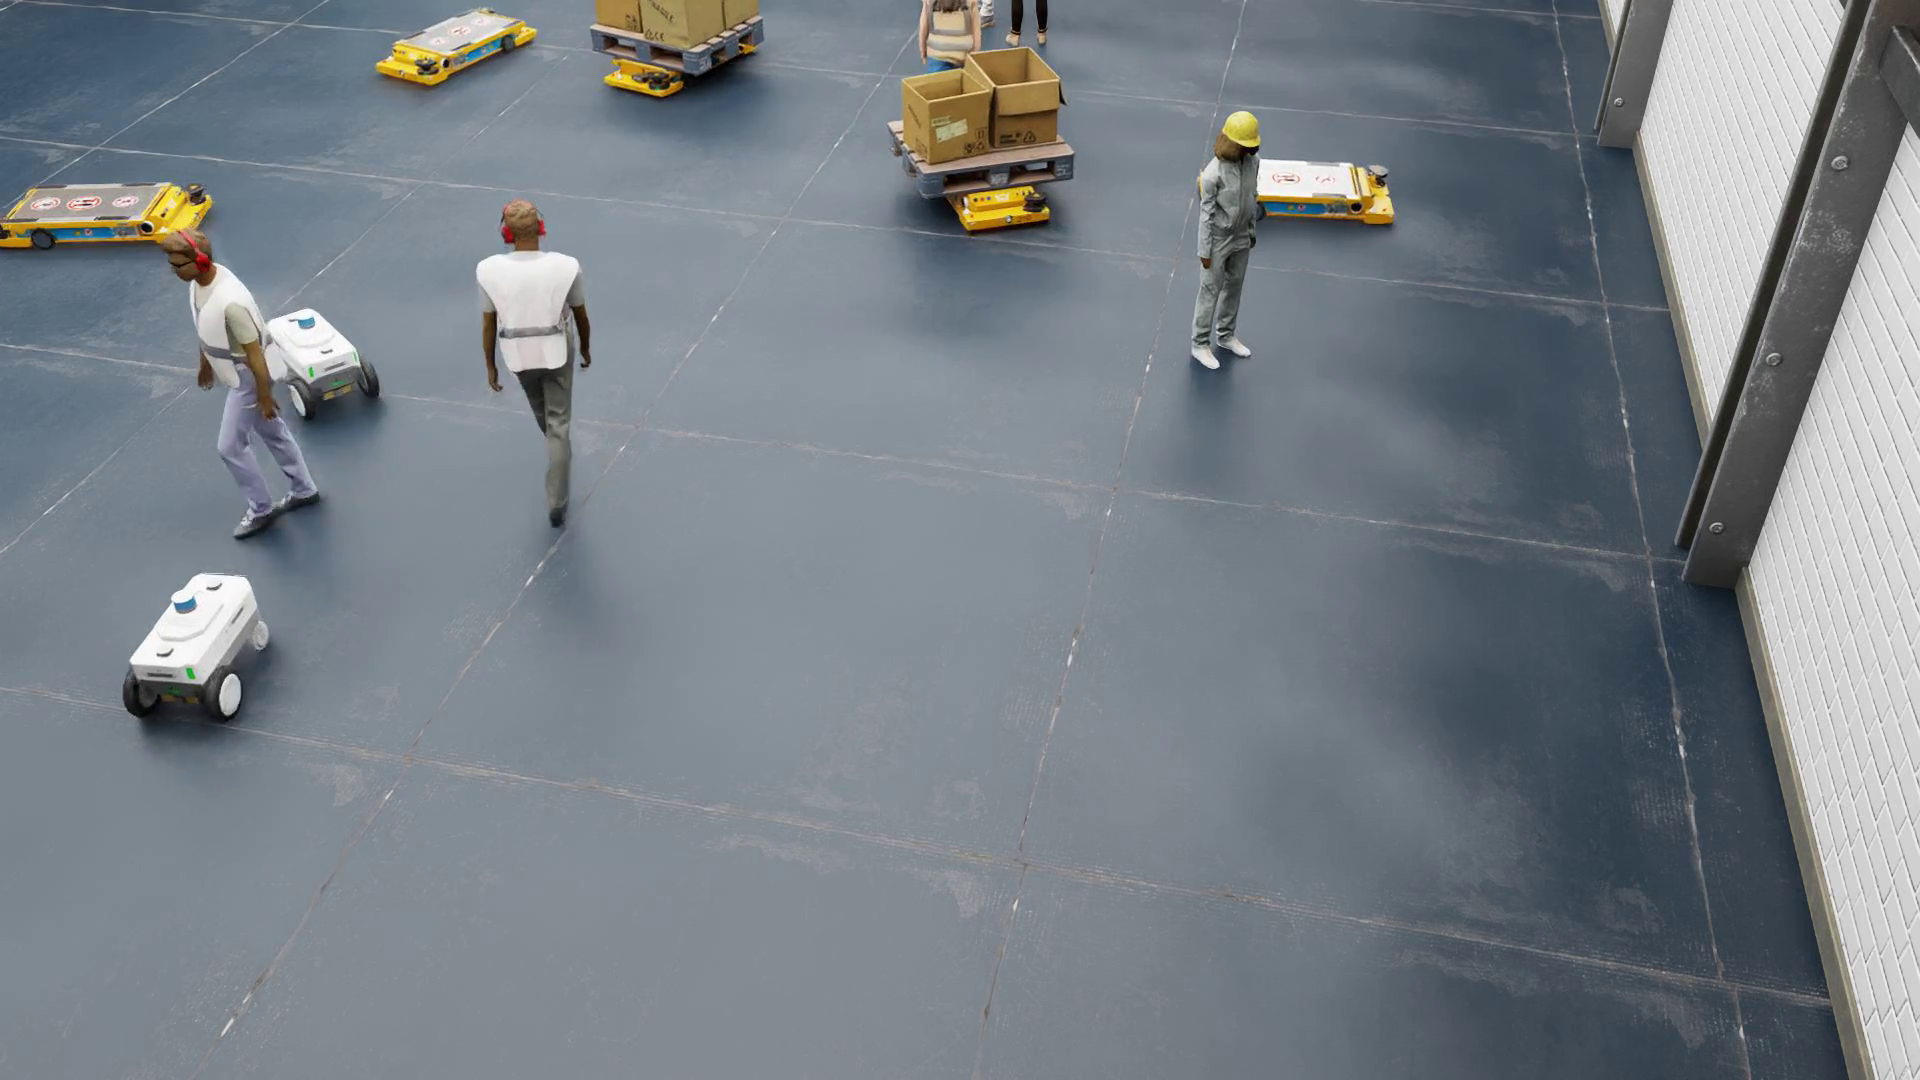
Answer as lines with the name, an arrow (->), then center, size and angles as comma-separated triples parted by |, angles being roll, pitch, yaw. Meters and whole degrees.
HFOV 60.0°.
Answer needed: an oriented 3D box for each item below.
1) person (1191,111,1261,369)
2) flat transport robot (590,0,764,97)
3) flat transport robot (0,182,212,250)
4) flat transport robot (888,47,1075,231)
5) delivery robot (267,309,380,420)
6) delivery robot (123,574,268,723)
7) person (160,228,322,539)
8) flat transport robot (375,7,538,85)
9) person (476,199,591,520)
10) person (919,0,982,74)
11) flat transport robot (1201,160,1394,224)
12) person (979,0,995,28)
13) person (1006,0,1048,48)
person -> 1.705, -1.899, 10.539 | 0.491, 1.731, 0.321 | -27, 45, -32
flat transport robot -> -2.524, -4.380, 15.079 | 0.659, 0.231, 1.431 | 19, 41, 24
flat transport robot -> -6.452, -2.434, 12.475 | 1.431, 0.231, 0.659 | -2, 37, -3
flat transport robot -> 0.165, -2.837, 13.015 | 0.659, 0.231, 1.431 | -10, 38, -14
delivery robot -> -4.068, -1.151, 10.522 | 0.499, 0.597, 0.779 | -27, 44, -31
delivery robot -> -3.798, 0.511, 8.277 | 0.499, 0.572, 0.747 | 4, 37, 5
person -> -3.997, -0.860, 9.077 | 0.688, 1.815, 0.576 | -21, 42, -26
flat transport robot -> -4.625, -4.557, 15.316 | 0.659, 0.231, 1.431 | 19, 41, 23
person -> -2.356, -1.058, 9.362 | 0.575, 1.779, 0.938 | -3, 37, -4
person -> -0.078, -3.862, 13.190 | 0.505, 1.706, 0.704 | 4, 37, 6
flat transport robot -> 2.585, -2.685, 12.812 | 1.431, 0.231, 0.659 | 3, 37, 4
person -> 0.153, -5.775, 15.599 | 0.337, 1.881, 0.583 | -17, 40, -21
person -> 0.627, -5.353, 15.187 | 0.533, 1.698, 0.318 | -7, 37, -9
